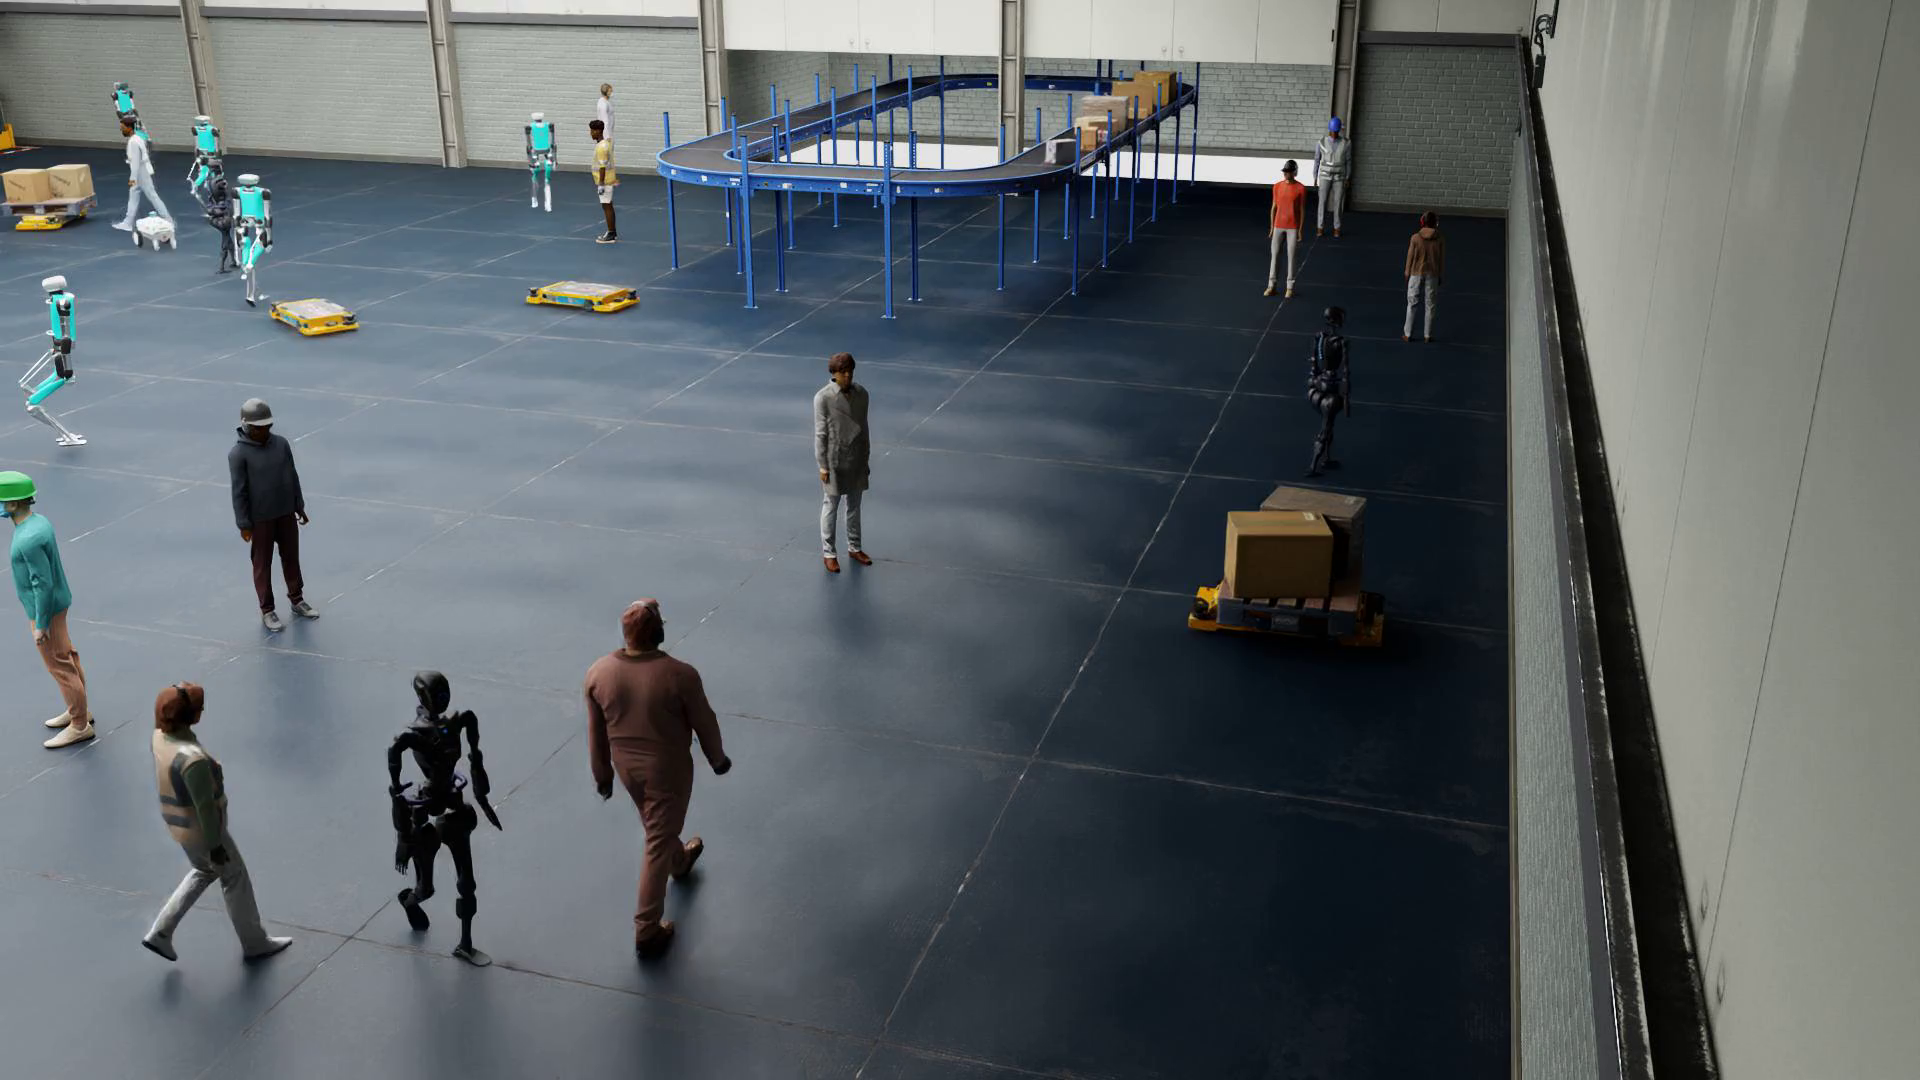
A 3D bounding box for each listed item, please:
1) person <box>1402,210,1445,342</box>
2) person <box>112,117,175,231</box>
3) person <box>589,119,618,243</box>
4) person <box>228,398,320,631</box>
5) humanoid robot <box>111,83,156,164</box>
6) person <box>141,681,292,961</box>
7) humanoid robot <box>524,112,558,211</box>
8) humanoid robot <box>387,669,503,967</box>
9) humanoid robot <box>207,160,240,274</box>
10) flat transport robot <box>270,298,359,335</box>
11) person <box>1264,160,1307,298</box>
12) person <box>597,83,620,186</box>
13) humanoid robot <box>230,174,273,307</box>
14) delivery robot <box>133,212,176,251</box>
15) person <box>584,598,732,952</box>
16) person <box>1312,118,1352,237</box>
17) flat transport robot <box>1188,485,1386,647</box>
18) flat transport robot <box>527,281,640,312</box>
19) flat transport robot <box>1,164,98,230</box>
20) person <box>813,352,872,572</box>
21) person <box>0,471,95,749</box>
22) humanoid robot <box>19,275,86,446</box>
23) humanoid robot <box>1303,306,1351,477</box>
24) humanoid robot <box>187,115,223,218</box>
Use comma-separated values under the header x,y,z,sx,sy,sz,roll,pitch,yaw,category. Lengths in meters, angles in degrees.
x,y,z,sx,sy,sz,roll,pitch,yaw,category
5.797,-3.284,20.777,0.464,1.647,0.318,3,21,9,person
-13.740,-6.096,27.769,0.941,1.877,0.606,-13,24,-29,person
-5.755,-5.802,26.882,0.373,1.959,0.602,-2,21,-5,person
-5.213,-0.206,12.578,0.381,1.806,0.550,15,26,34,person
-16.961,-8.533,34.306,1.028,1.737,0.538,5,22,14,humanoid robot
-3.890,1.467,8.487,0.521,1.618,0.590,19,28,41,person
-7.523,-6.744,29.696,0.556,1.815,0.901,-10,23,-25,humanoid robot
-2.743,1.398,8.638,0.684,1.632,0.601,16,26,36,humanoid robot
-10.942,-4.827,24.758,0.609,1.637,0.613,14,25,33,humanoid robot
-8.463,-2.928,21.771,0.659,0.231,1.431,-17,27,-37,flat transport robot
4.541,-4.324,23.119,0.474,1.909,0.412,9,23,23,person
-6.836,-7.871,32.275,0.356,1.938,0.631,-4,21,-9,person
-9.725,-4.032,22.653,0.542,1.770,0.991,0,21,0,humanoid robot
-12.879,-4.941,26.618,0.814,0.611,0.499,20,28,41,delivery robot
-1.610,1.189,8.894,0.655,1.850,1.019,7,22,18,person
6.108,-5.961,27.333,0.622,1.932,0.415,2,21,5,person
2.515,0.546,12.760,1.431,0.231,0.659,6,22,14,flat transport robot
-5.182,-3.348,22.861,1.431,0.231,0.659,10,23,23,flat transport robot
-15.609,-5.557,28.592,0.659,0.231,1.431,-3,21,-7,flat transport robot
-0.955,-0.650,13.694,0.503,1.833,0.367,-13,25,-31,person
-5.961,0.444,10.796,0.363,1.872,0.527,-9,23,-22,person
-9.075,-1.752,16.495,0.735,1.677,0.533,-12,24,-29,humanoid robot
3.577,-1.437,15.967,0.630,1.635,0.595,-10,23,-24,humanoid robot
-13.056,-6.357,28.631,0.532,1.799,0.705,7,22,17,humanoid robot
